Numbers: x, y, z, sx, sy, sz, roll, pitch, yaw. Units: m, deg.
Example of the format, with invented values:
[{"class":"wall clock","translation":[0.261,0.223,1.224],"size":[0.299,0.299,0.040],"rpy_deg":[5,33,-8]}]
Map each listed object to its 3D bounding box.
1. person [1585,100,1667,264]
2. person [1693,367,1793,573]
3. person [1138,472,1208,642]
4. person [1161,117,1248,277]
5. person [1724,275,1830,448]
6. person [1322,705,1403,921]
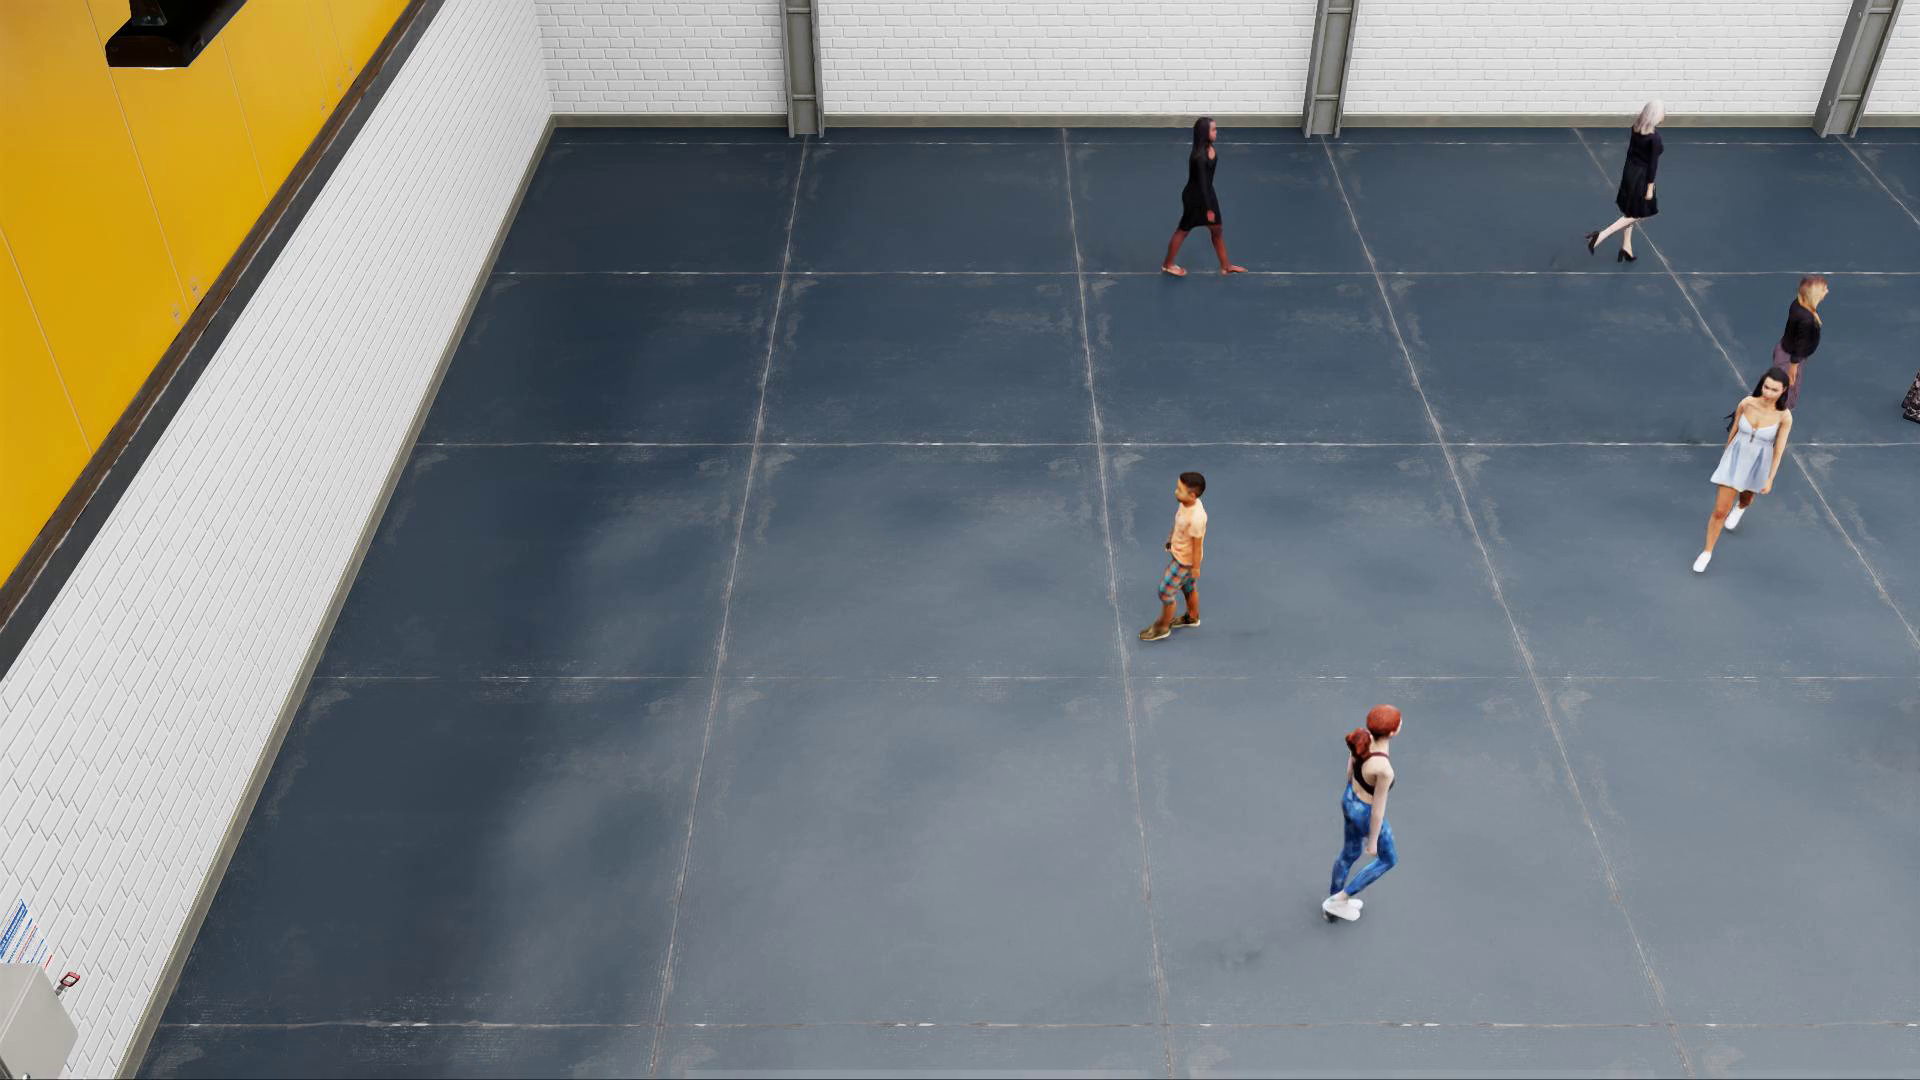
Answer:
[{"class":"person","translation":[6.640,-3.510,16.471],"size":[0.937,1.735,0.720],"rpy_deg":[-8,39,-10]},{"class":"person","translation":[6.126,-0.606,12.869],"size":[1.136,1.692,1.087],"rpy_deg":[24,44,27]},{"class":"person","translation":[1.718,0.109,12.171],"size":[0.750,1.447,0.583],"rpy_deg":[-4,39,-5]},{"class":"person","translation":[2.240,-3.314,16.266],"size":[1.158,1.685,0.891],"rpy_deg":[15,41,18]},{"class":"person","translation":[6.867,-1.477,13.985],"size":[0.802,1.662,0.693],"rpy_deg":[8,39,10]},{"class":"person","translation":[2.331,1.690,9.929],"size":[0.725,1.773,0.679],"rpy_deg":[-11,40,-13]}]
